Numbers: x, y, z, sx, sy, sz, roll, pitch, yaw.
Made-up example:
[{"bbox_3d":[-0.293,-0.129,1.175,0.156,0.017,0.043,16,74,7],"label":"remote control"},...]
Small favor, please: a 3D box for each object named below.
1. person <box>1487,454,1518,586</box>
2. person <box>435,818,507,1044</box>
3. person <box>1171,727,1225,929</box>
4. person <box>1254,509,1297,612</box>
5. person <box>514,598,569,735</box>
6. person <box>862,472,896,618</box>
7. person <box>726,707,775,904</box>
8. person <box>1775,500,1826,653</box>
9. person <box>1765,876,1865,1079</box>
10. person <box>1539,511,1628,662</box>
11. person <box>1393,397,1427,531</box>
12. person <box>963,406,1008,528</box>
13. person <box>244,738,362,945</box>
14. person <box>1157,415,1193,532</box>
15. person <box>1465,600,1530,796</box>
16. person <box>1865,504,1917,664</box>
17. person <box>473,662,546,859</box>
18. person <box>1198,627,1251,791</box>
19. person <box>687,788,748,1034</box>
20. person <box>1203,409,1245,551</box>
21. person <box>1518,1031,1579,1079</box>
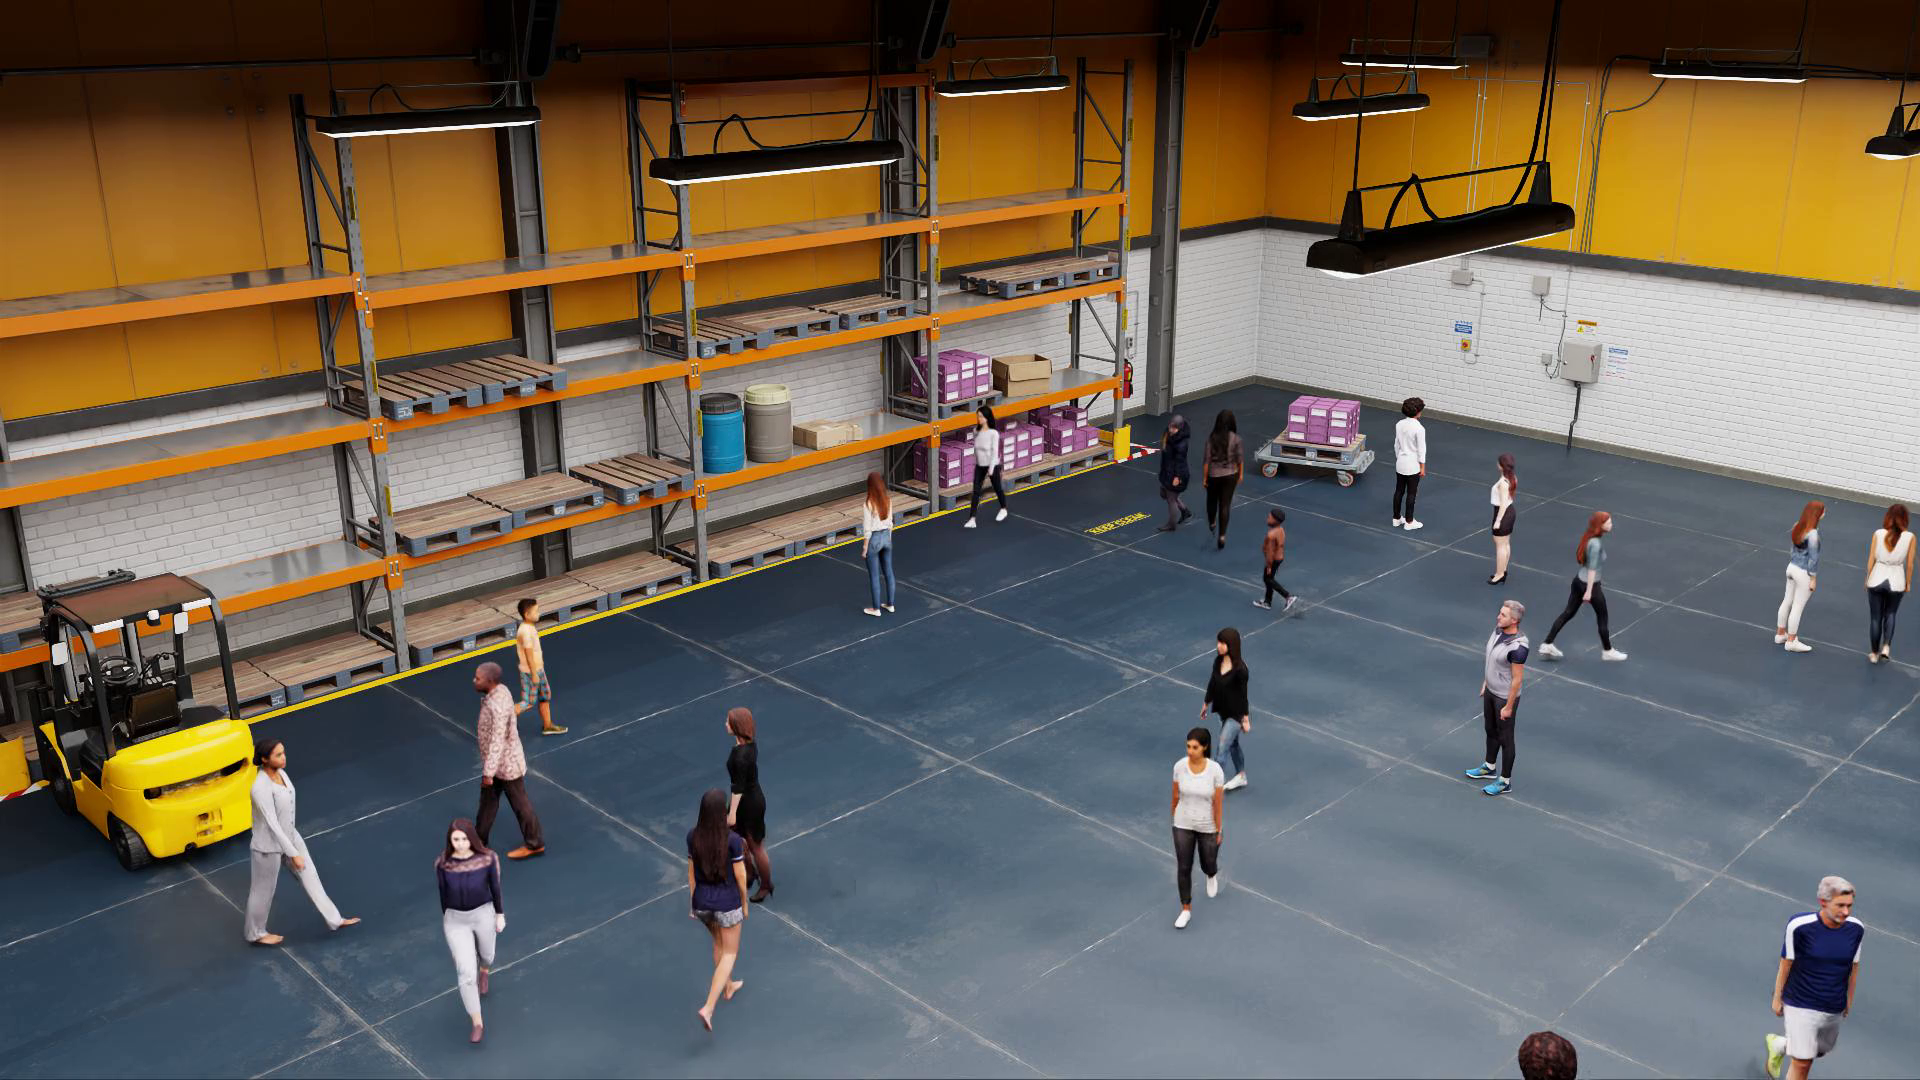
[{"bbox_3d":[6.660,-0.259,20.375,0.660,1.650,0.520,11,22,30],"label":"person"},{"bbox_3d":[-3.454,2.677,11.778,1.091,1.572,1.025,-4,19,-13],"label":"person"},{"bbox_3d":[1.881,2.213,13.056,0.768,1.636,0.946,8,20,22],"label":"person"},{"bbox_3d":[3.732,0.249,19.504,0.675,1.243,0.751,12,22,32],"label":"person"},{"bbox_3d":[-4.245,1.273,16.156,0.989,1.440,0.853,-3,19,-8],"label":"person"},{"bbox_3d":[-0.945,0.040,19.366,0.479,1.728,0.655,-14,23,-36],"label":"person"},{"bbox_3d":[-1.594,2.122,13.241,0.789,1.692,0.732,-1,19,-4],"label":"person"},{"bbox_3d":[9.291,0.380,18.401,0.732,1.699,0.678,0,19,-1],"label":"person"},{"bbox_3d":[5.435,2.921,10.682,1.083,1.810,1.142,0,19,0],"label":"person"},{"bbox_3d":[6.693,0.526,17.975,1.120,1.694,1.143,2,19,7],"label":"person"},{"bbox_3d":[6.067,-1.046,22.461,0.631,1.810,0.666,-13,22,-33],"label":"person"},{"bbox_3d":[0.433,-0.995,22.558,0.765,1.653,1.157,12,22,31],"label":"person"},{"bbox_3d":[-5.290,2.318,12.649,1.133,1.697,1.111,2,19,5],"label":"person"},{"bbox_3d":[2.946,-0.887,22.250,0.908,1.645,0.850,-2,19,-6],"label":"person"},{"bbox_3d":[4.951,1.404,15.156,0.786,1.830,0.774,-3,19,-10],"label":"person"},{"bbox_3d":[9.973,0.509,17.907,0.678,1.771,0.708,9,20,24],"label":"person"},{"bbox_3d":[-3.723,1.848,13.918,1.147,1.779,0.980,-7,20,-19],"label":"person"},{"bbox_3d":[2.507,1.551,15.052,1.018,1.618,0.755,-10,21,-28],"label":"person"},{"bbox_3d":[-1.736,2.615,11.700,0.900,1.741,1.088,5,19,14],"label":"person"},{"bbox_3d":[3.393,-0.743,21.577,1.013,1.801,1.184,4,19,12],"label":"person"},{"bbox_3d":[3.136,3.523,8.975,1.013,1.759,1.033,-2,19,-5],"label":"person"}]
